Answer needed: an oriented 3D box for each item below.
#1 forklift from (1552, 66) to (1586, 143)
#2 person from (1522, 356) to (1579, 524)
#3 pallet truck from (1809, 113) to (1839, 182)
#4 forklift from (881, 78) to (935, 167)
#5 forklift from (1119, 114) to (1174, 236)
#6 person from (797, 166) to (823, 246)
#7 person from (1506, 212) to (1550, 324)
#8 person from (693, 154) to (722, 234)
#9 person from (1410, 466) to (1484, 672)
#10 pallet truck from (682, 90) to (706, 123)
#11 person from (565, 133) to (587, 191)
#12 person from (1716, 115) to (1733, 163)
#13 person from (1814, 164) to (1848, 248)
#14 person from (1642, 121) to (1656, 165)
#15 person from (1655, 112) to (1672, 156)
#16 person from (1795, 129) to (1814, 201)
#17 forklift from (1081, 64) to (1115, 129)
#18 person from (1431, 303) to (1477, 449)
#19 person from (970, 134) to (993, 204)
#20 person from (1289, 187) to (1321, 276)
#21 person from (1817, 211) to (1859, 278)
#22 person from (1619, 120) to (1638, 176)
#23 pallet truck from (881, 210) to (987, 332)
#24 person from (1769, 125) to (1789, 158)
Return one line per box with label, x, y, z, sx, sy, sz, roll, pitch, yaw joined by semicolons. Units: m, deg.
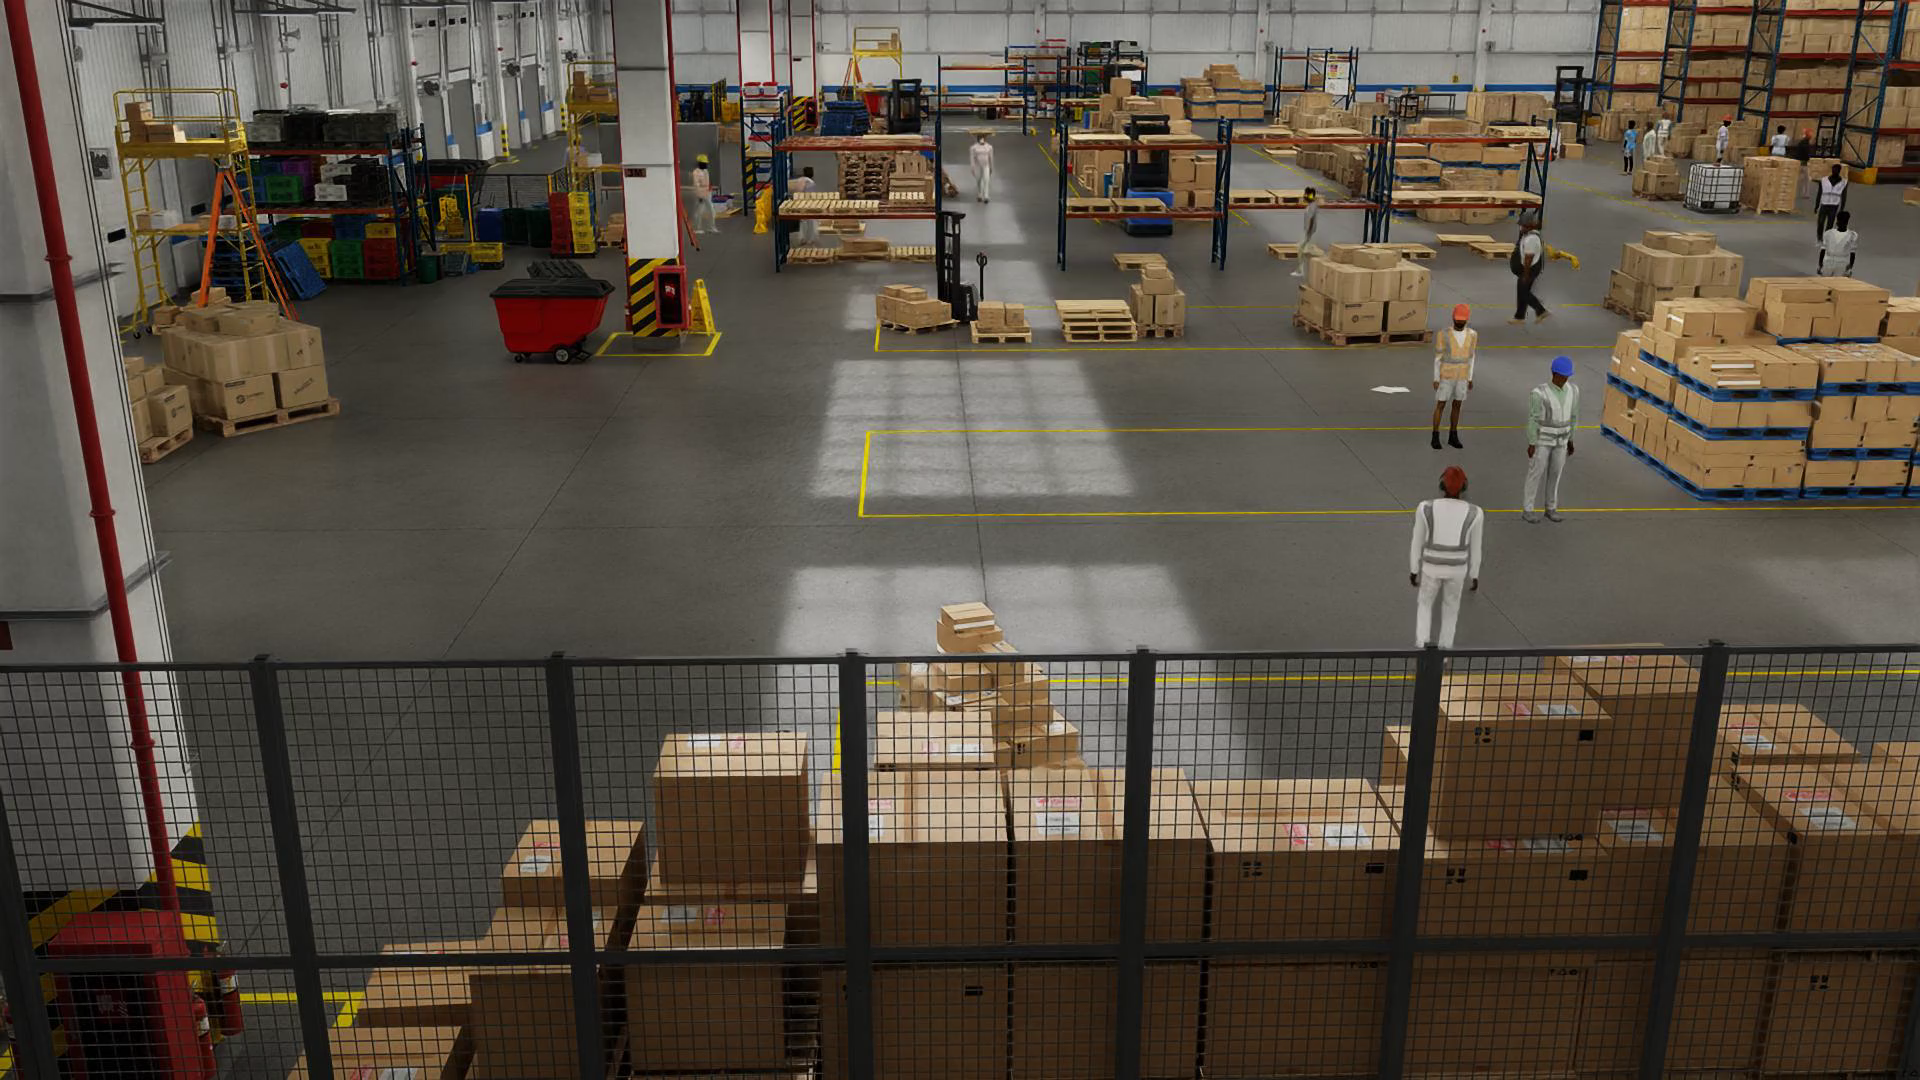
forklift;22.637;-16.279;62.164;1.129;2.768;1.873;-1;19;-3
person;6.634;-1.123;18.668;0.600;1.939;0.426;-5;19;-16
pallet truck;26.403;-11.957;50.702;0.823;1.965;1.885;6;19;16
forklift;-1.707;-13.628;54.300;1.129;2.768;1.873;-11;21;-29
forklift;4.530;-8.833;40.073;1.129;2.768;1.873;-1;19;-1
person;-3.446;-7.692;38.332;0.662;1.821;0.638;-15;24;-37
person;10.077;-4.798;29.399;0.702;2.000;0.713;6;20;18
person;-6.110;-8.297;40.001;0.813;1.897;0.598;10;21;28
person;4.259;0.273;14.619;0.597;1.870;0.449;6;20;17
pallet truck;-9.671;-15.907;62.421;0.823;1.965;1.885;5;19;15
person;-10.494;-10.160;45.543;0.594;1.889;0.663;-4;19;-11
person;23.536;-12.119;51.302;0.383;1.930;0.540;9;21;25
person;19.859;-7.610;37.947;0.620;1.900;0.660;8;20;24
person;20.293;-11.382;49.093;0.378;1.937;0.628;4;19;10
person;23.931;-13.738;56.596;0.513;1.602;0.825;-2;19;-5
person;23.423;-10.384;46.088;0.623;1.963;0.834;-11;22;-30
forklift;5.614;-16.638;63.230;1.873;2.768;1.129;-2;19;-5
person;6.443;-2.133;21.657;0.548;1.934;0.374;-2;19;-7
person;0.598;-10.190;45.650;0.646;1.875;1.050;-2;19;-5
person;7.266;-6.348;34.302;0.751;1.846;0.523;-2;19;-5
person;15.766;-4.942;29.950;0.604;1.959;0.379;15;24;38
person;20.997;-12.307;52.203;0.541;1.695;0.316;-11;21;-29
pallet truck;-0.493;-4.759;29.349;1.885;1.965;0.823;-13;23;-34
person;24.997;-11.794;50.717;0.542;1.679;0.655;-2;19;-5
